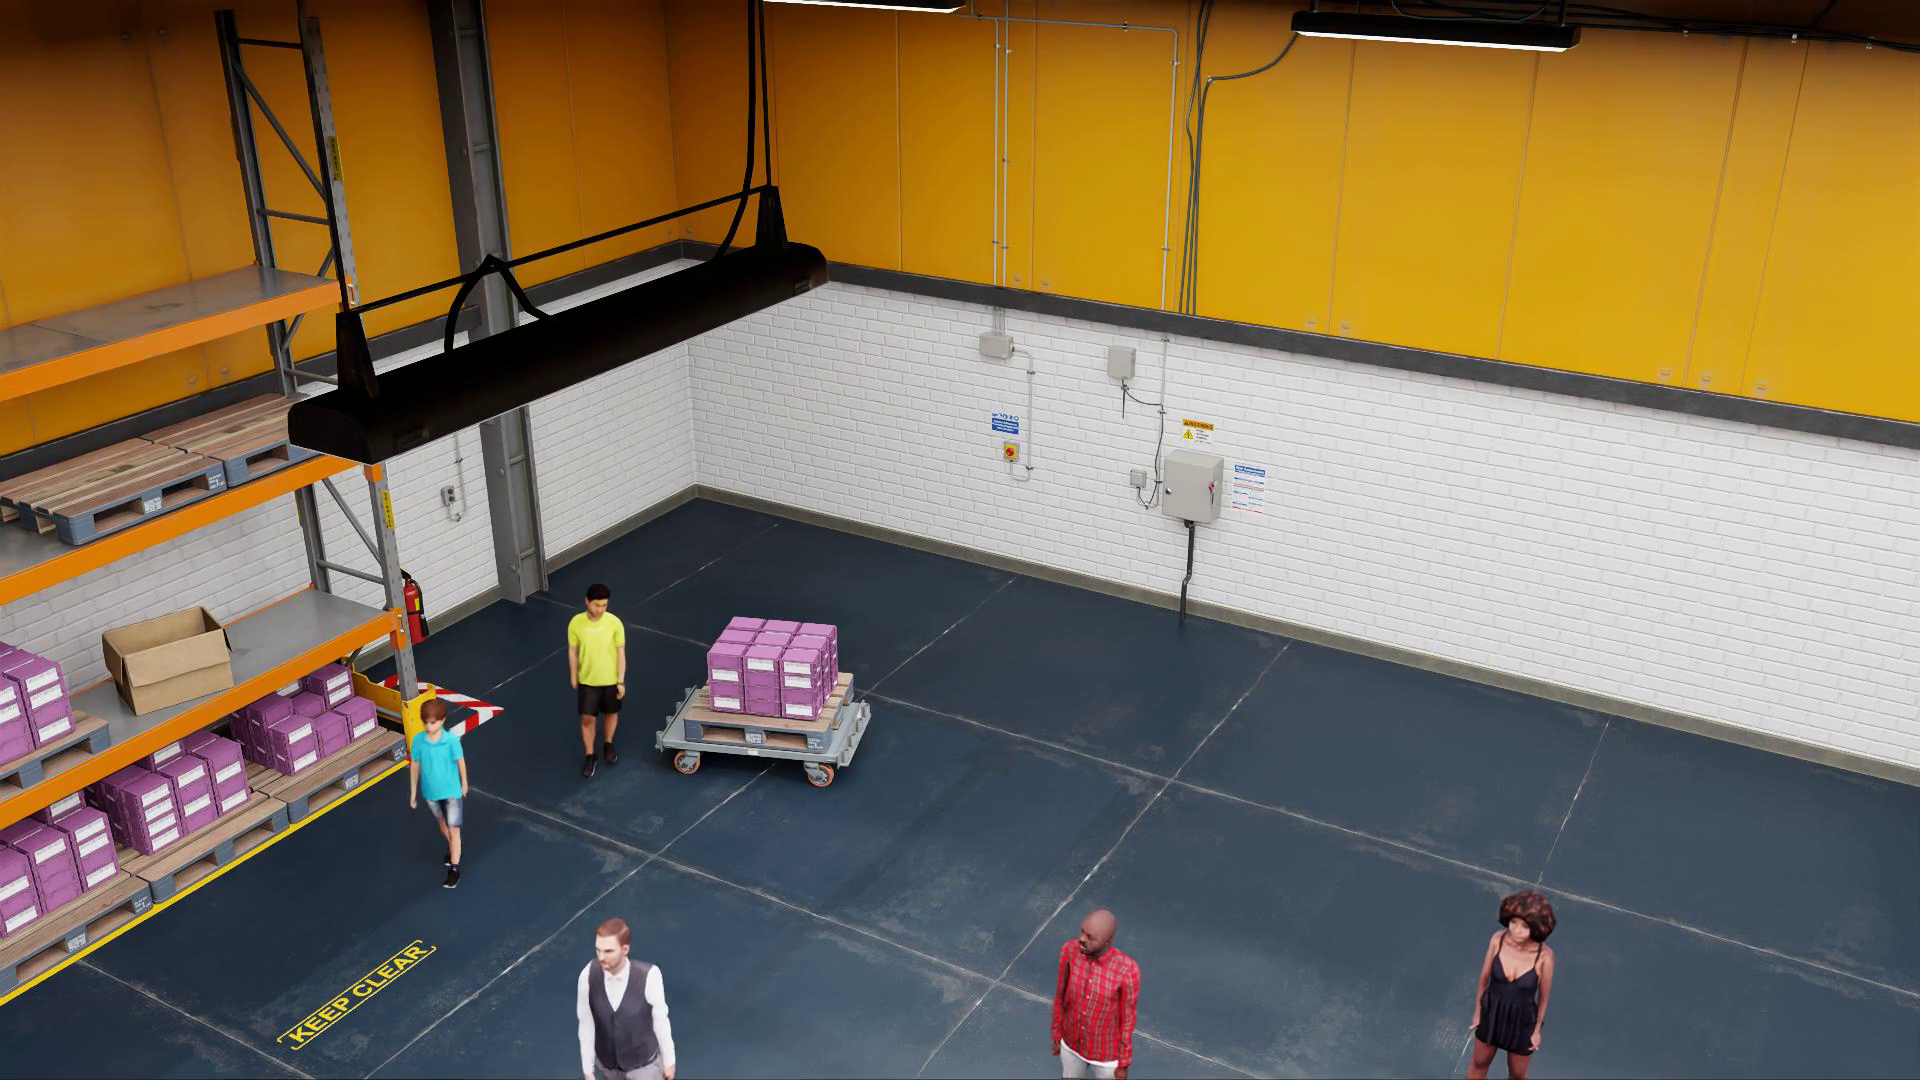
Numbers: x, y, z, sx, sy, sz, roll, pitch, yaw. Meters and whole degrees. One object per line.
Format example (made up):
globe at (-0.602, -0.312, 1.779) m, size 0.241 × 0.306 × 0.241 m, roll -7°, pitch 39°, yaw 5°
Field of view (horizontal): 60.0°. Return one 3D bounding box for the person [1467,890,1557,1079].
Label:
person at (3.195, 2.797, 9.685) m, size 0.561 × 1.788 × 0.531 m, roll 14°, pitch 27°, yaw 29°

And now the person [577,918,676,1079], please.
person at (-1.832, 2.878, 9.368) m, size 0.942 × 1.894 × 1.328 m, roll 4°, pitch 24°, yaw 10°

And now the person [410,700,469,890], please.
person at (-3.849, 1.806, 12.406) m, size 0.736 × 1.425 × 0.911 m, roll 2°, pitch 24°, yaw 6°

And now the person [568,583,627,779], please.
person at (-2.964, 1.086, 13.744) m, size 0.838 × 1.673 × 0.906 m, roll -3°, pitch 24°, yaw -7°

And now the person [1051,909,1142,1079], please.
person at (0.765, 2.855, 9.516) m, size 0.650 × 1.818 × 0.568 m, roll 14°, pitch 27°, yaw 29°
